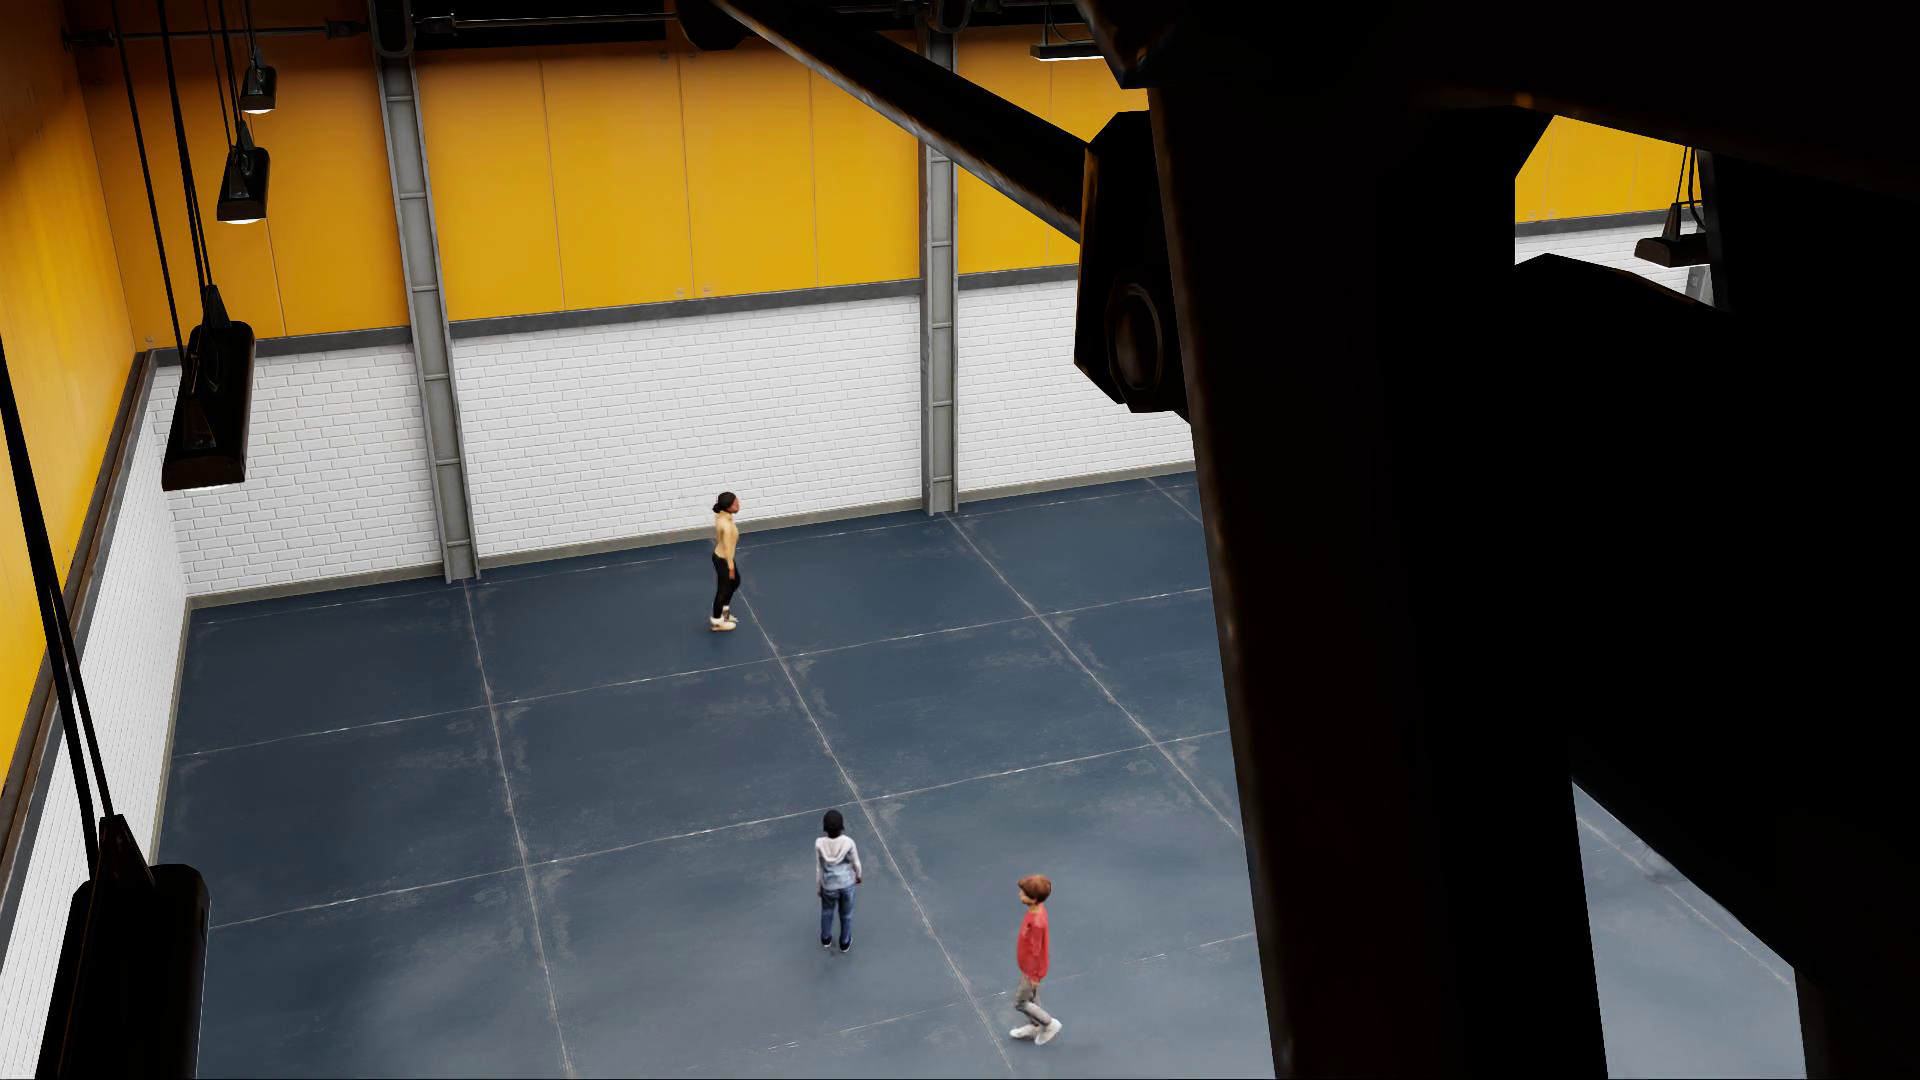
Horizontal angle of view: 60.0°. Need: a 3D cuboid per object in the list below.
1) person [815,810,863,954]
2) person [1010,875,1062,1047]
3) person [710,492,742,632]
[{"bbox_3d":[-0.952,2.684,12.982,0.589,1.255,0.646,1,24,1],"label":"person"},{"bbox_3d":[0.593,3.041,11.977,0.681,1.406,0.625,0,24,0],"label":"person"},{"bbox_3d":[-2.632,0.241,18.090,0.642,1.639,0.635,-6,24,-14],"label":"person"}]
